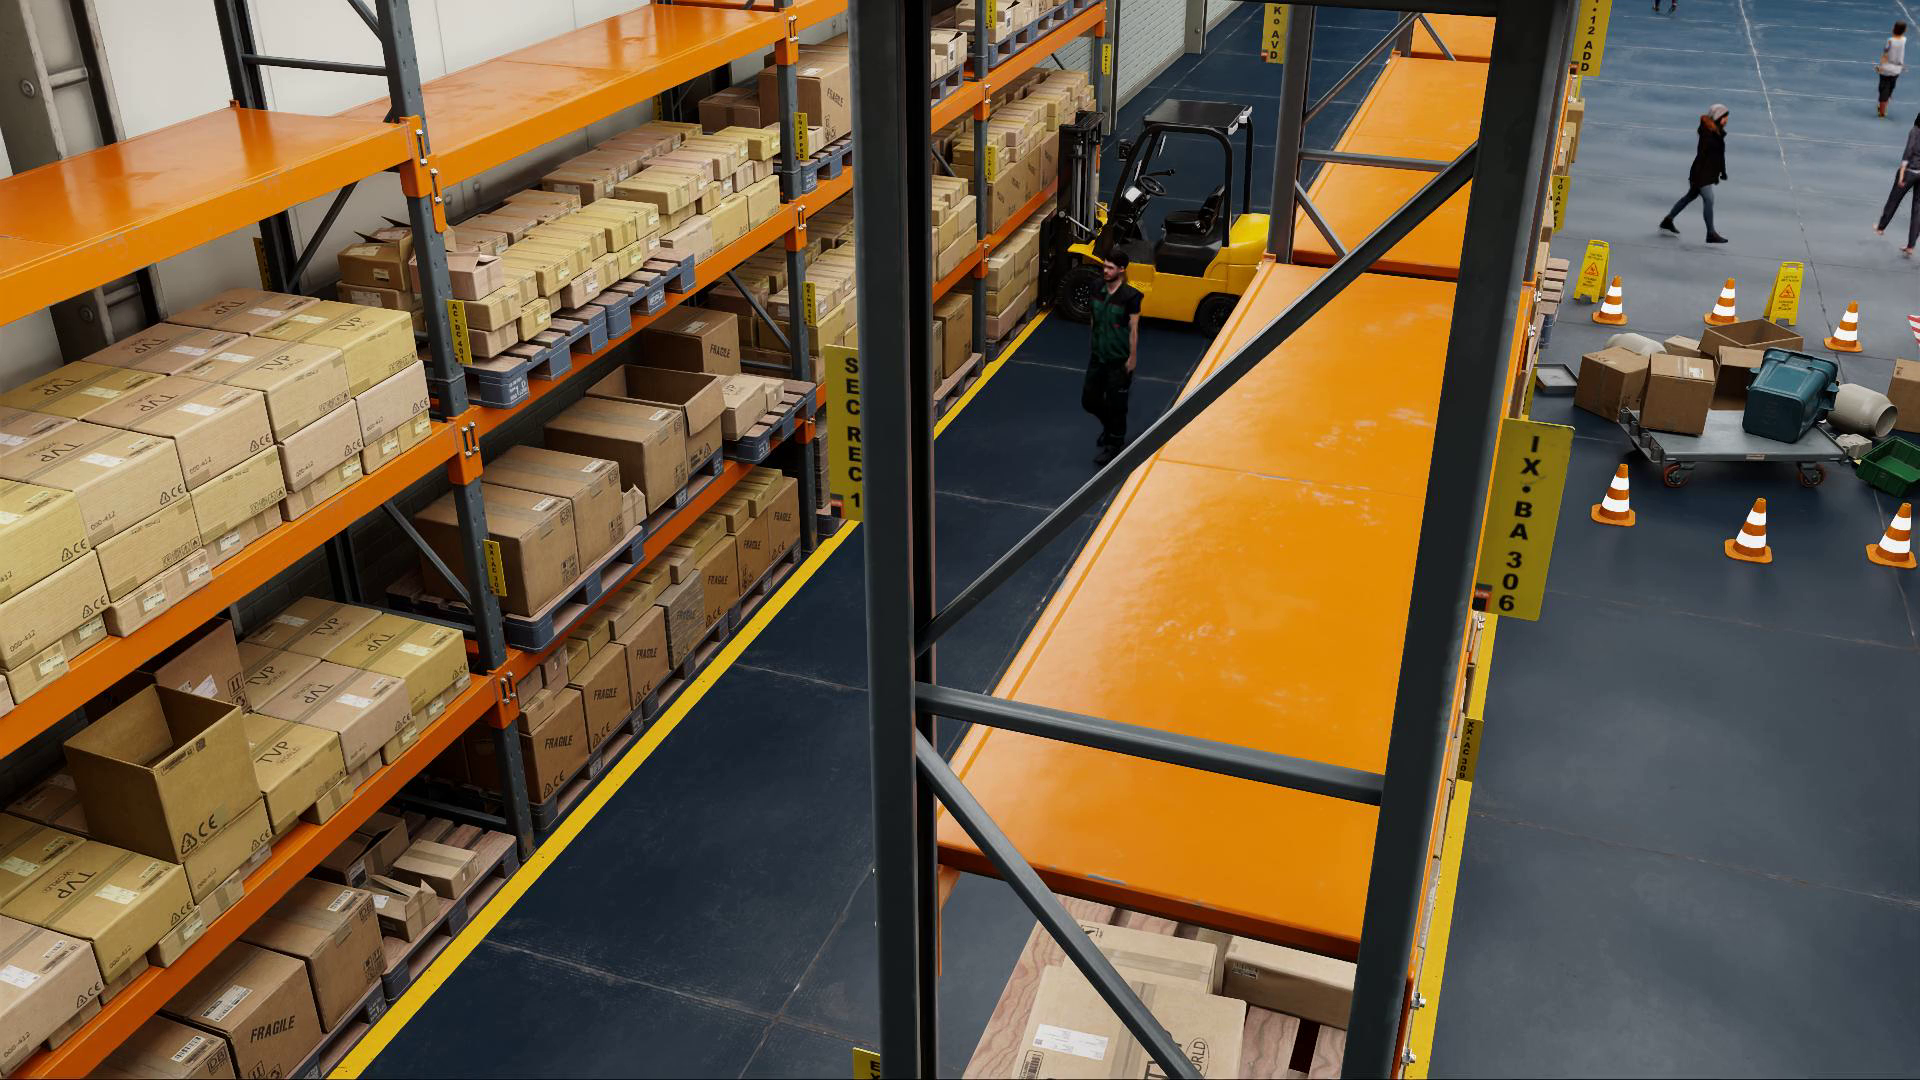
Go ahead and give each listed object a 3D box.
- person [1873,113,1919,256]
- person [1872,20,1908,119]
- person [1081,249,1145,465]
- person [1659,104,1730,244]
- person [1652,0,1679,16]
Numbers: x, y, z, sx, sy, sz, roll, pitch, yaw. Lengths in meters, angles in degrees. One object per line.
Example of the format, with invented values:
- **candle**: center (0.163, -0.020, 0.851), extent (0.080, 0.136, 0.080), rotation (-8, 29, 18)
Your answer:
- **person**: center (11.017, -4.130, 19.109), extent (0.798, 1.705, 1.206), rotation (3, 28, 5)
- **person**: center (13.987, -7.082, 24.932), extent (0.693, 1.441, 0.865), rotation (5, 28, 9)
- **person**: center (1.354, -1.573, 14.110), extent (0.801, 1.890, 0.860), rotation (22, 35, 35)
- **person**: center (8.689, -4.324, 19.590), extent (0.860, 1.595, 1.057), rotation (19, 33, 31)
- **person**: center (13.696, -10.967, 31.958), extent (0.783, 1.694, 1.115), rotation (1, 28, 2)
